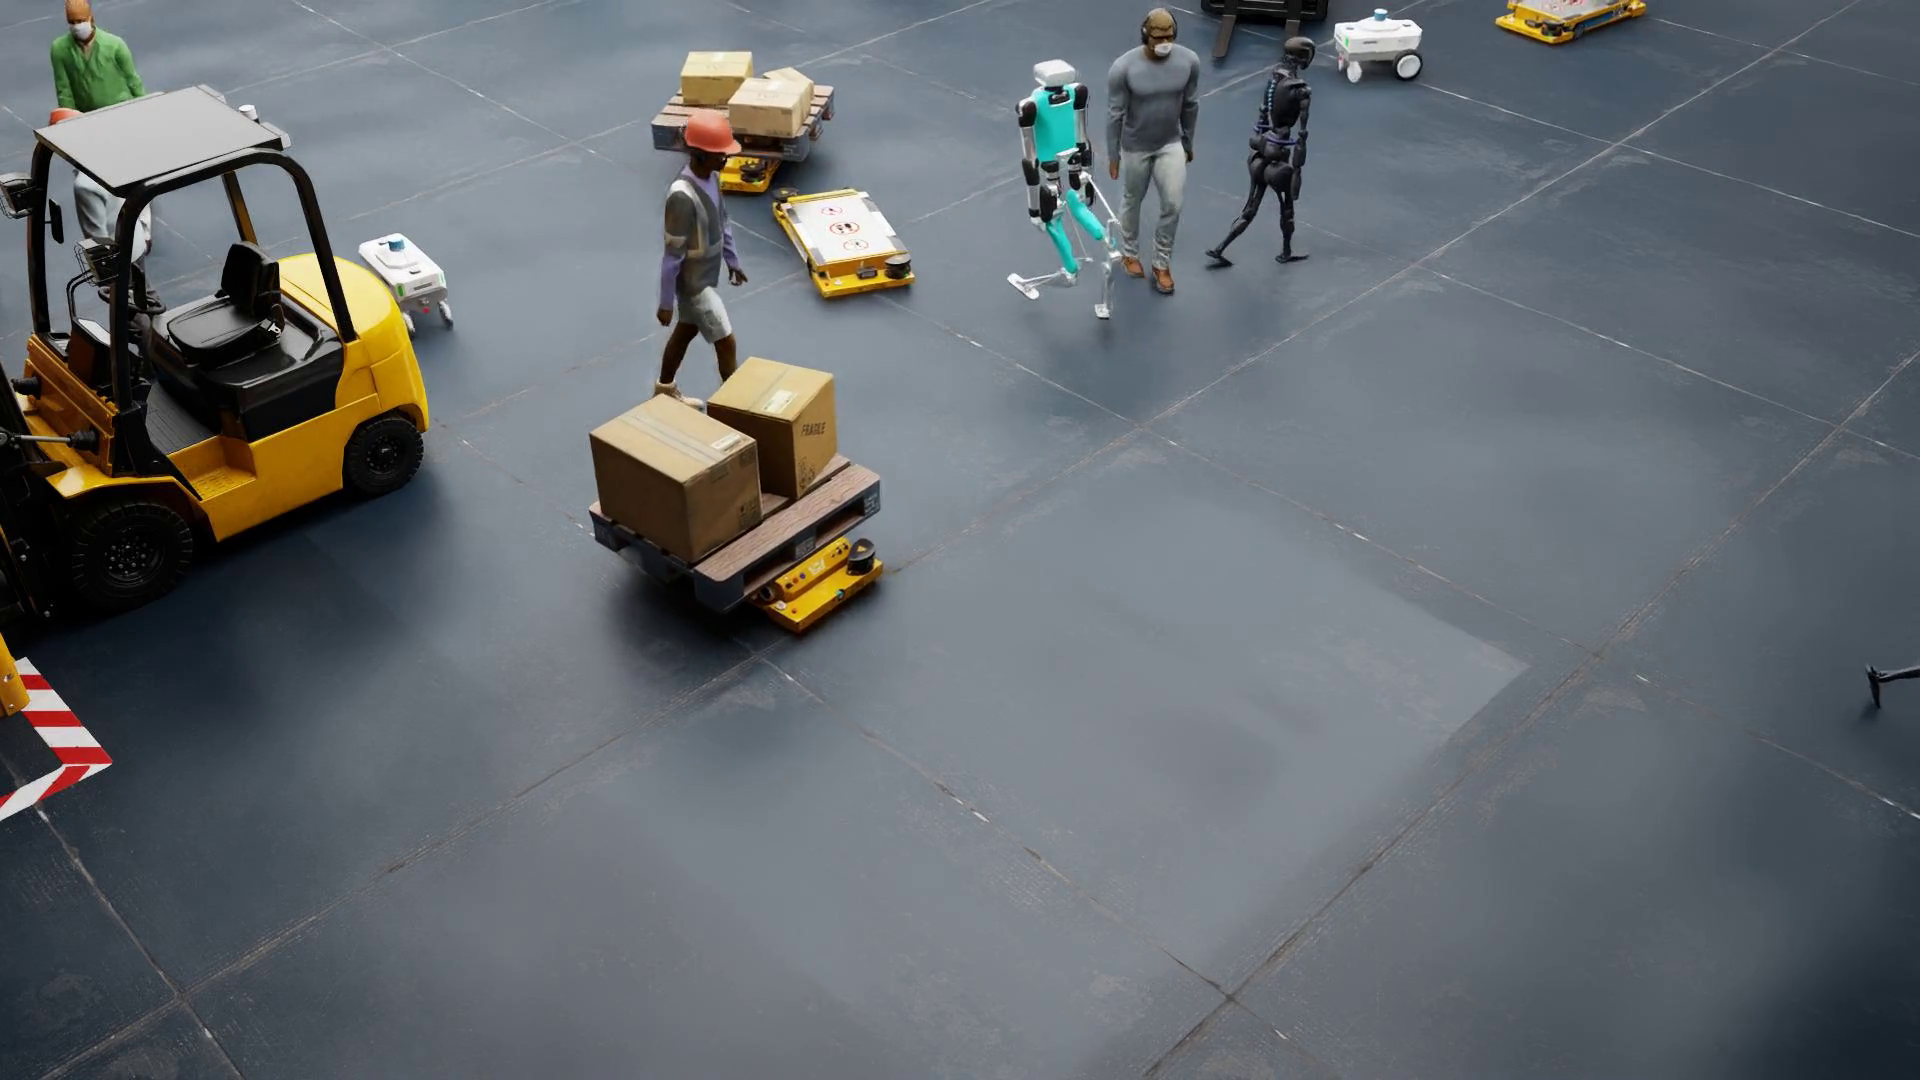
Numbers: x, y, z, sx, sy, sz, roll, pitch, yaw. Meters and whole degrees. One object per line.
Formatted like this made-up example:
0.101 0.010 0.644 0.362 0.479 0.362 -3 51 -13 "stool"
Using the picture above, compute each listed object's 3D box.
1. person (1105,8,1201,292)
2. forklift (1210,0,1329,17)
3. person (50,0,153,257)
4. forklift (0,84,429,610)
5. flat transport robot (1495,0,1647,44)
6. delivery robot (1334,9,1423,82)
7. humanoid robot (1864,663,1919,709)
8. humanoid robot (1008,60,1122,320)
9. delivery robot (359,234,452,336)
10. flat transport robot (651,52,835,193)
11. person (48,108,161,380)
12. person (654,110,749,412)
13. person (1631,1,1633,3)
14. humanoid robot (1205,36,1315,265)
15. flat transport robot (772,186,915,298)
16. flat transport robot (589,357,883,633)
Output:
1.287 -2.562 11.052 0.654 1.911 0.743 -6 37 -8 "person"
3.106 -6.400 15.960 1.214 2.155 2.313 8 37 10 "forklift"
-6.004 -2.966 11.746 0.529 1.740 0.954 -6 37 -8 "person"
-4.145 -1.093 8.856 2.313 2.155 1.214 -31 47 -34 "forklift"
5.775 -4.991 15.678 1.431 0.231 0.659 -25 43 -29 "flat transport robot"
3.672 -4.337 14.563 0.767 0.595 0.517 -5 37 -7 "delivery robot"
4.629 0.261 7.481 0.667 1.634 0.603 18 40 22 "humanoid robot"
0.747 -2.135 10.629 0.541 1.721 1.044 -25 43 -29 "humanoid robot"
-3.709 -1.748 11.091 0.499 0.587 0.777 -25 43 -29 "delivery robot"
-1.691 -3.159 13.225 0.659 0.231 1.431 7 37 9 "flat transport robot"
-5.187 -1.803 10.179 0.352 1.742 0.572 -3 37 -5 "person"
-1.440 -1.517 9.607 1.005 1.977 0.661 4 37 5 "person"
6.239 -5.729 15.528 0.517 1.632 0.315 25 44 30 "person"
2.122 -2.619 11.386 0.761 1.641 0.608 -13 39 -17 "humanoid robot"
-0.853 -2.167 11.898 0.659 0.231 1.431 -12 38 -15 "flat transport robot"
-1.170 -0.002 9.000 1.431 0.231 0.659 27 44 31 "flat transport robot"
